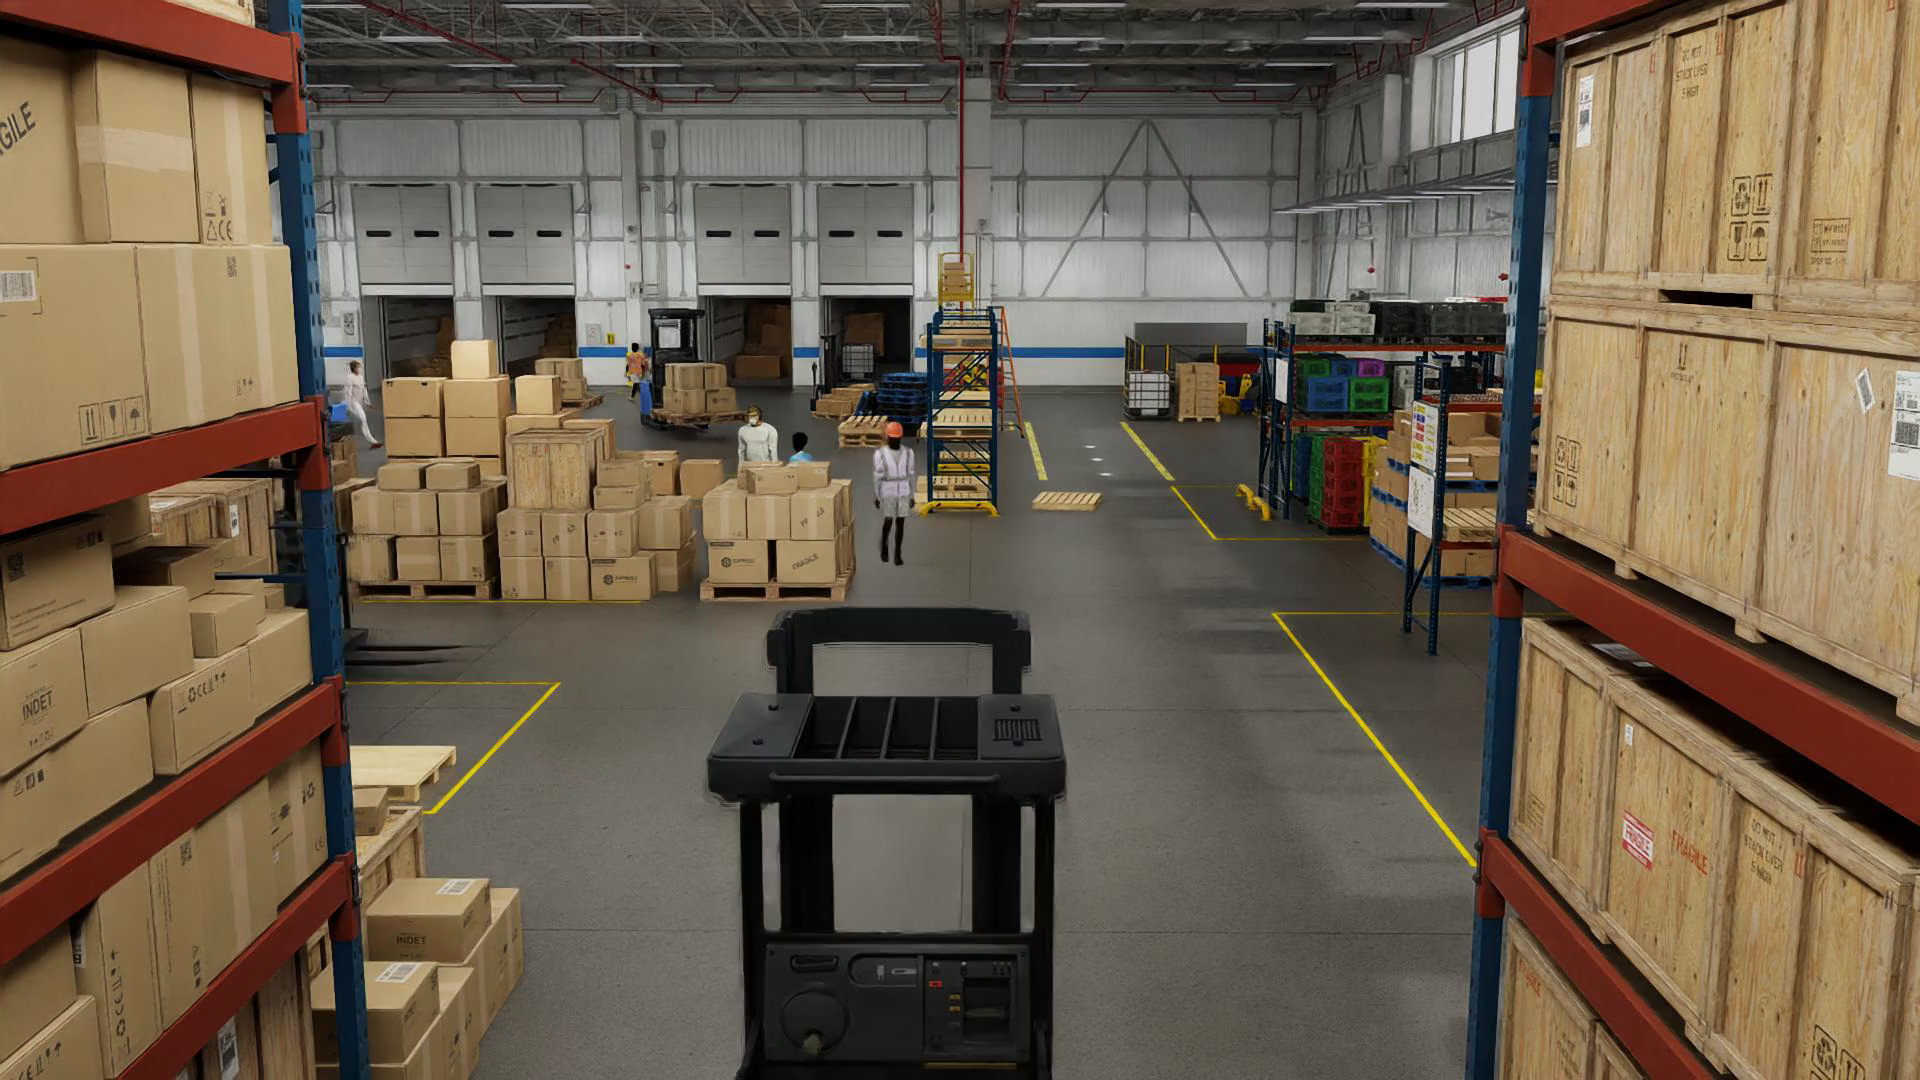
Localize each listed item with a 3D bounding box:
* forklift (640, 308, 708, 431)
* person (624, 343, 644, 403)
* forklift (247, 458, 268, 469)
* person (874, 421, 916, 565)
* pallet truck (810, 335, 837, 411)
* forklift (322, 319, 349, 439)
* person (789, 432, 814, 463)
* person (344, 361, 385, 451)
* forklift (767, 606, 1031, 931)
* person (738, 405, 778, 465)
[{"bbox_3d":[-6.777,-4.030,38.951,1.129,2.768,1.873,-5,11,-27],"label":"forklift"},{"bbox_3d":[-8.906,-4.591,45.715,0.864,1.655,0.528,7,12,35],"label":"person"},{"bbox_3d":[-7.174,-0.138,16.499,1.873,2.768,1.129,0,10,1],"label":"forklift"},{"bbox_3d":[-0.852,-0.614,22.027,0.541,1.923,0.392,-3,10,-18],"label":"person"},{"bbox_3d":[-3.021,-4.312,43.126,1.885,1.965,0.823,3,10,17],"label":"pallet truck"},{"bbox_3d":[-13.003,-2.989,32.947,1.129,2.768,1.873,0,10,1],"label":"forklift"},{"bbox_3d":[-2.205,-0.652,22.971,0.336,1.656,0.664,4,10,20],"label":"person"},{"bbox_3d":[-12.556,-2.800,34.726,1.011,1.887,0.648,0,10,-1],"label":"person"},{"bbox_3d":[-0.212,1.645,6.214,1.129,2.768,1.873,0,10,1],"label":"forklift"},{"bbox_3d":[-2.960,-1.019,24.349,0.628,1.929,0.363,3,10,17],"label":"person"}]
